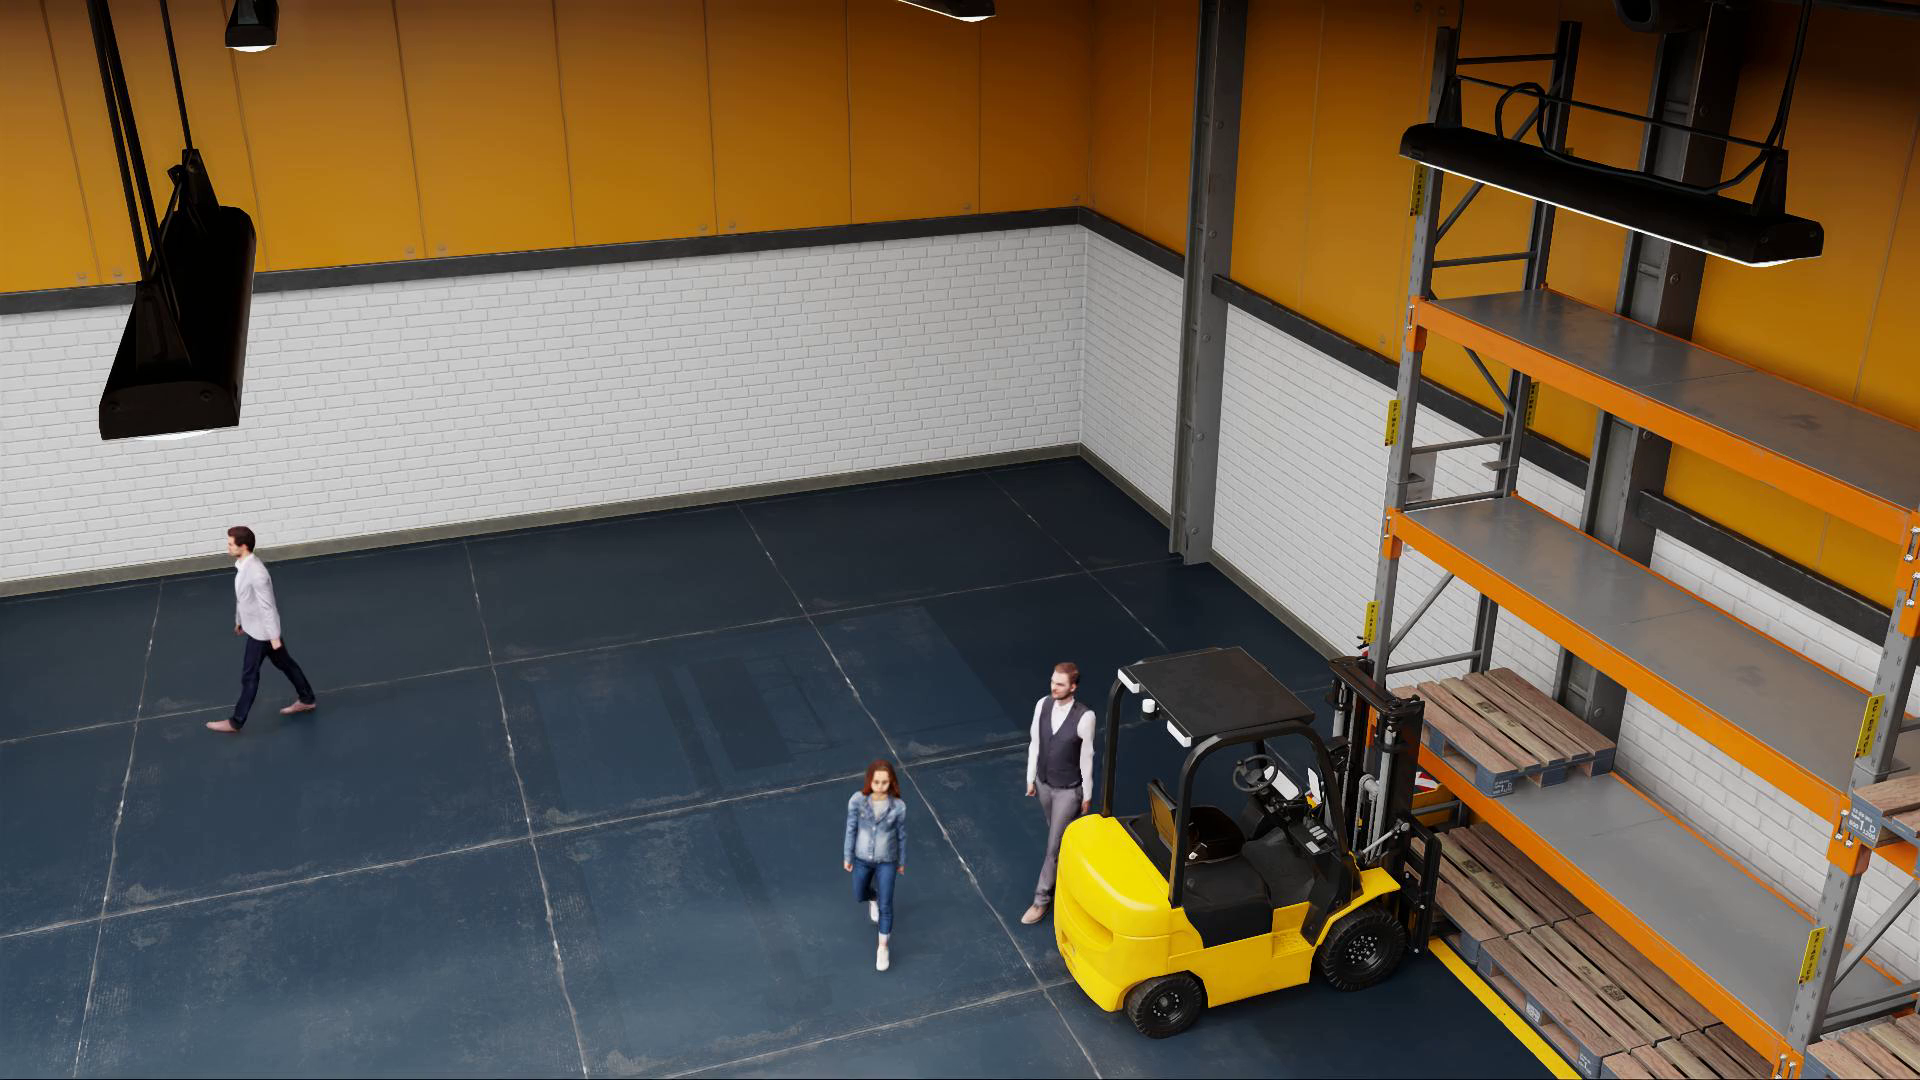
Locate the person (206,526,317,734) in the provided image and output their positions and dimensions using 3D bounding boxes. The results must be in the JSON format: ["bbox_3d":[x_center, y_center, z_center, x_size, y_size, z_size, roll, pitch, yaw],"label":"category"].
[{"bbox_3d":[-5.812,0.729,14.065,0.870,1.805,1.111,-14,27,-28],"label":"person"}]

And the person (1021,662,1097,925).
[{"bbox_3d":[0.770,1.702,11.713,1.227,1.907,1.089,20,31,39],"label":"person"}]

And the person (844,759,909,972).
[{"bbox_3d":[-0.569,2.128,11.293,0.829,1.462,0.977,3,24,7],"label":"person"}]
